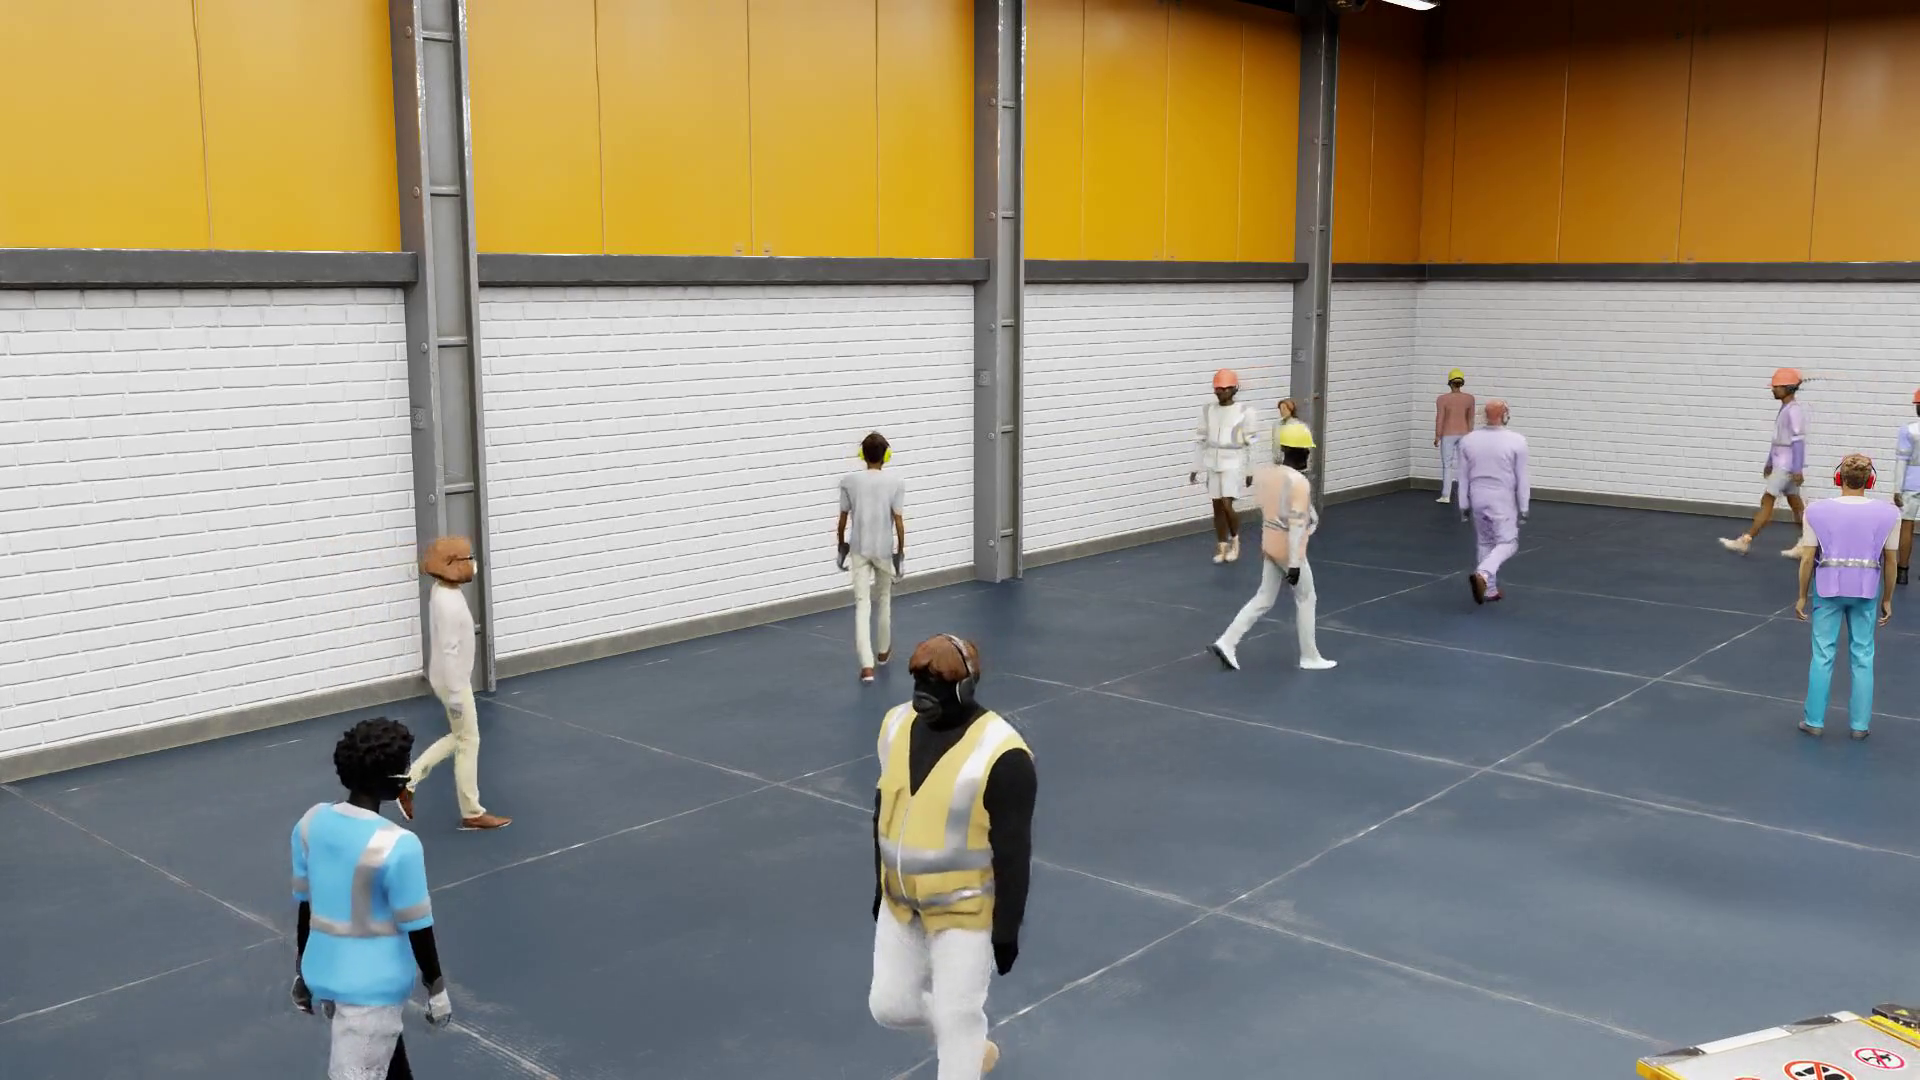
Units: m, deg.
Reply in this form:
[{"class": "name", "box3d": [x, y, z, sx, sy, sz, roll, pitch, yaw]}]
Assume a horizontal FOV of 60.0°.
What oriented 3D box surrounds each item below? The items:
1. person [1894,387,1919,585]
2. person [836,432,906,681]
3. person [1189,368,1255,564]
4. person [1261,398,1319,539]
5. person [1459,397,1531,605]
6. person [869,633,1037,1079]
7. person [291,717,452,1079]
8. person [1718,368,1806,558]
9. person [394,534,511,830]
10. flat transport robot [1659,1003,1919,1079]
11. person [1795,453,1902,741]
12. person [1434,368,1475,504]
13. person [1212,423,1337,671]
[{"class": "person", "box3d": [9.256, -0.526, 16.017, 0.548, 1.930, 0.377, 1, 9, 7]}, {"class": "person", "box3d": [-0.667, 0.106, 12.396, 0.536, 1.819, 0.976, 0, 9, 0]}, {"class": "person", "box3d": [2.692, -0.750, 17.102, 0.625, 2.024, 0.442, 6, 11, 35]}, {"class": "person", "box3d": [3.779, -0.814, 18.839, 0.770, 1.613, 0.525, -7, 12, -38]}, {"class": "person", "box3d": [4.774, -0.335, 14.929, 0.707, 1.890, 0.654, -8, 12, -41]}, {"class": "person", "box3d": [-0.032, 1.196, 5.497, 0.644, 1.831, 0.504, 8, 12, 41]}, {"class": "person", "box3d": [-1.828, 1.351, 5.114, 0.538, 1.642, 0.893, 6, 11, 35]}, {"class": "person", "box3d": [8.545, -0.803, 17.504, 1.000, 2.000, 0.633, 4, 10, 22]}, {"class": "person", "box3d": [-2.737, 0.768, 8.842, 0.546, 1.618, 0.515, -4, 10, -21]}, {"class": "flat transport robot", "box3d": [3.032, 1.930, 5.780, 1.431, 0.197, 0.652, -4, 10, -22]}, {"class": "person", "box3d": [5.664, 0.371, 10.640, 0.566, 1.846, 0.387, 3, 10, 18]}, {"class": "person", "box3d": [6.433, -1.347, 21.675, 0.526, 1.769, 0.330, -1, 9, -6]}, {"class": "person", "box3d": [2.371, 0.066, 12.441, 0.932, 1.893, 0.593, -3, 10, -18]}]
